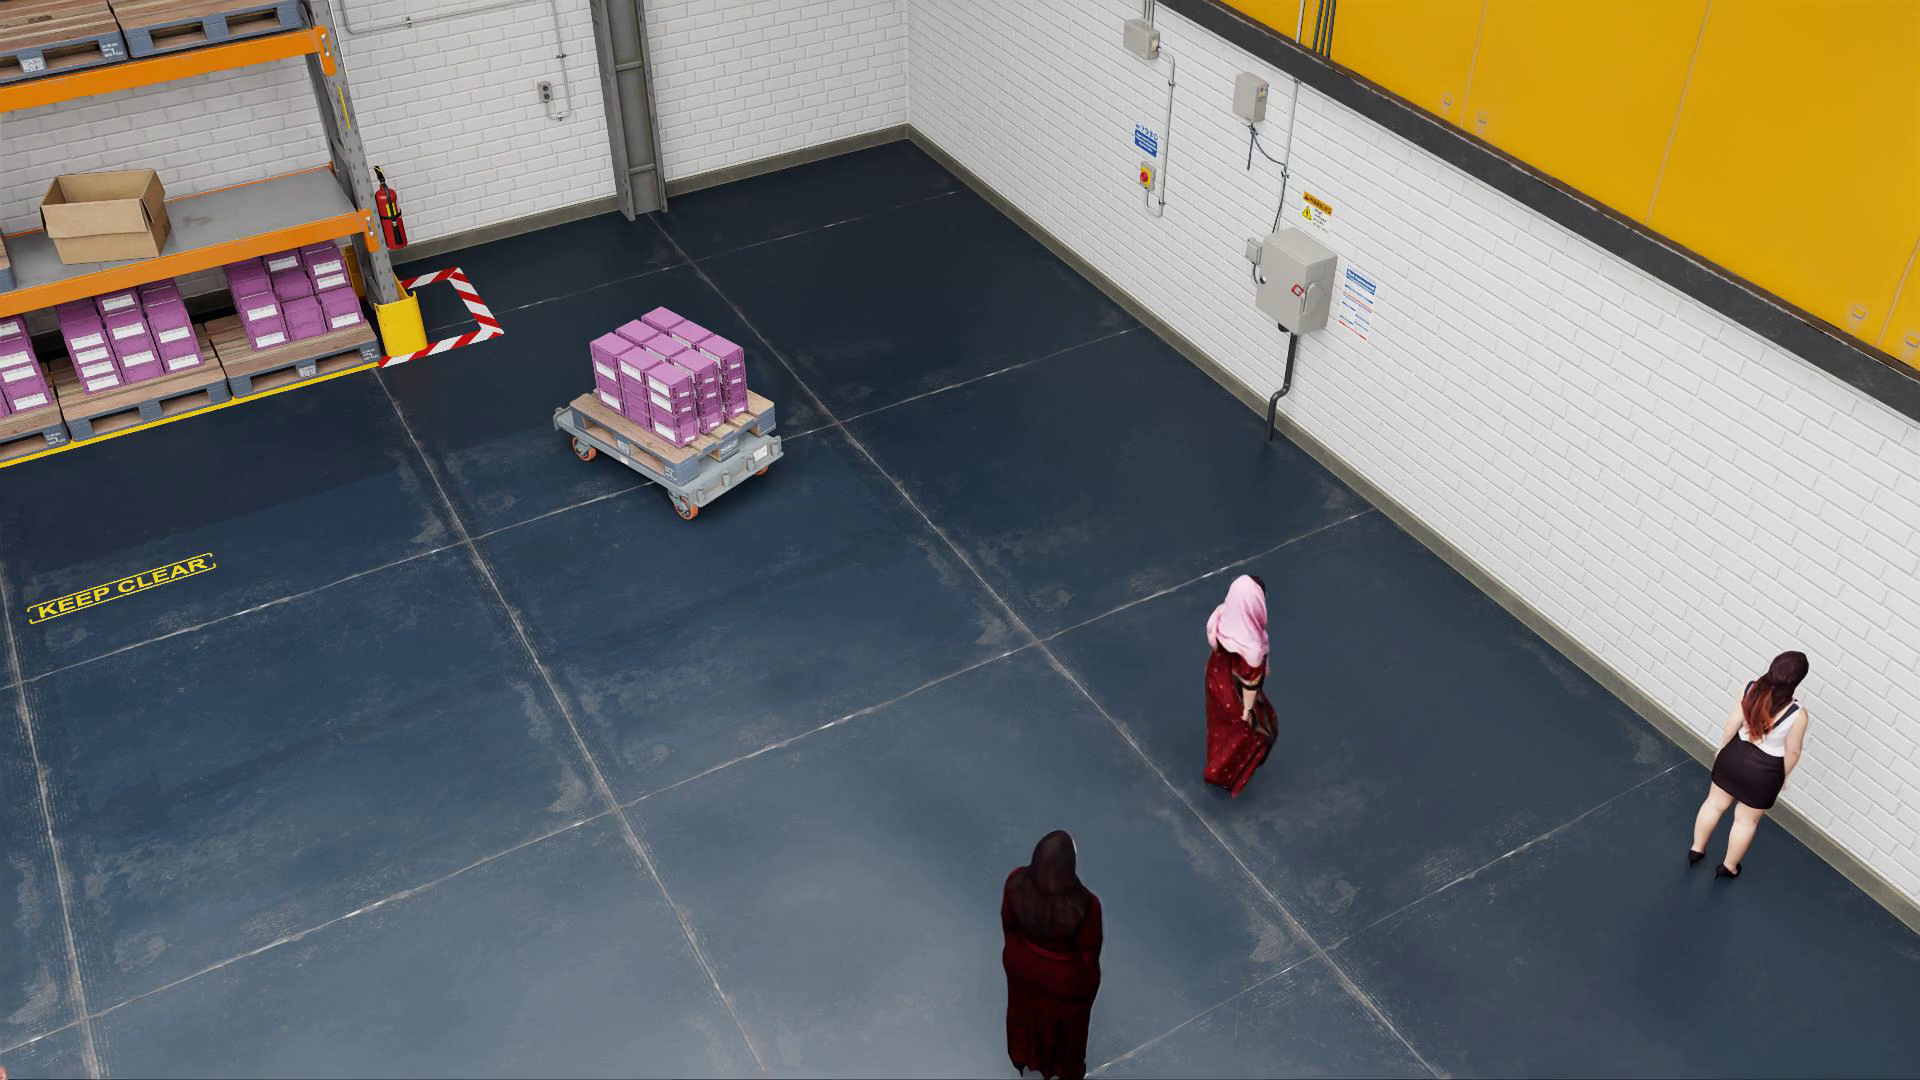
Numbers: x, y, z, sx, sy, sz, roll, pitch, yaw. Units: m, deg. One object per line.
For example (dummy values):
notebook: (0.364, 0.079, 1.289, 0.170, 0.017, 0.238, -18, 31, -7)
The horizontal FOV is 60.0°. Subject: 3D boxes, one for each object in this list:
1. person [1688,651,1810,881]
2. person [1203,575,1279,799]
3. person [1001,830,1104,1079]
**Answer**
person: (4.368, 1.251, 9.194, 0.579, 1.648, 0.600, -30, 47, -32)
person: (1.547, 0.863, 9.685, 0.693, 1.642, 0.696, -13, 41, -16)
person: (0.438, 2.066, 8.087, 0.767, 1.756, 0.794, 16, 41, 19)
